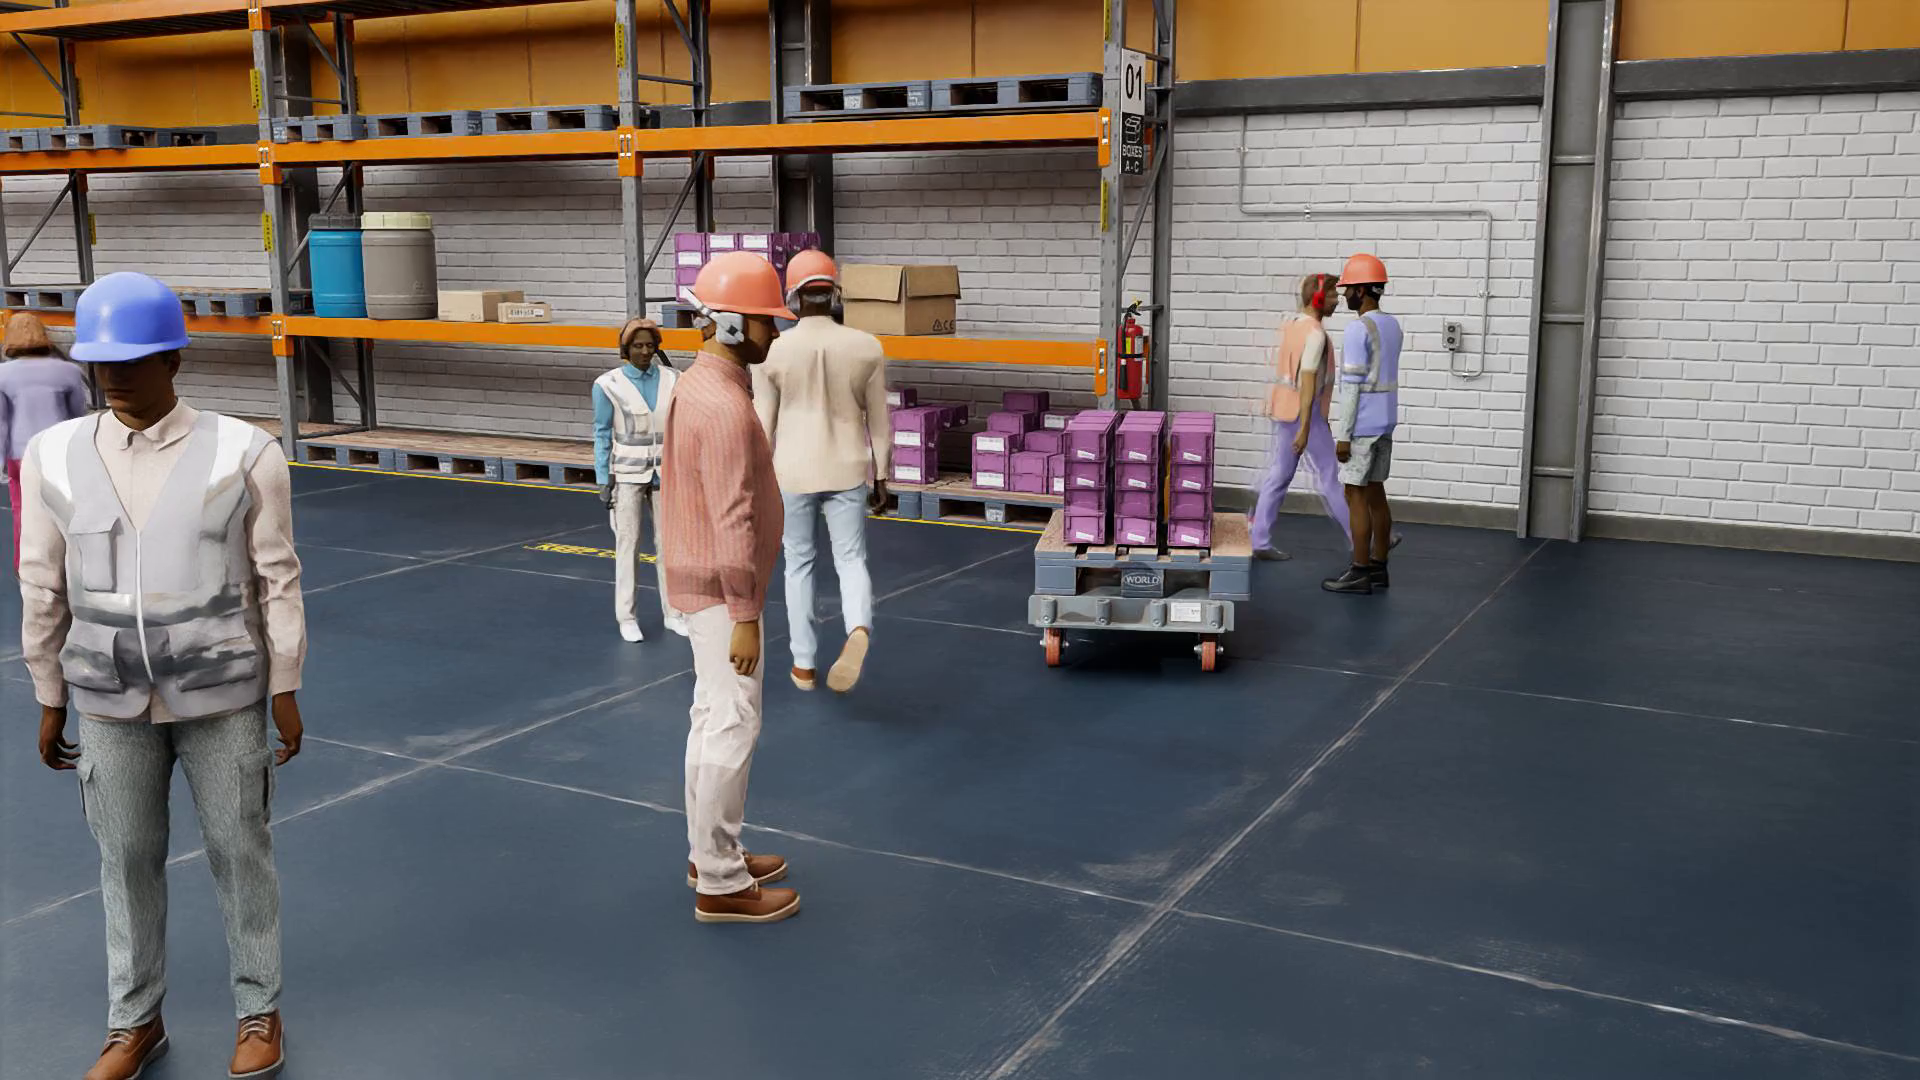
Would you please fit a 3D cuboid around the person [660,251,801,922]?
[{"bbox_3d":[-0.672,0.149,4.930,0.407,1.981,0.625,-3,11,-17],"label":"person"}]

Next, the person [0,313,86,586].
[{"bbox_3d":[-5.196,-0.474,9.397,0.513,1.595,0.830,-7,13,-35],"label":"person"}]

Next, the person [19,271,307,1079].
[{"bbox_3d":[-1.859,0.352,3.904,0.616,1.942,0.408,-2,10,-9],"label":"person"}]

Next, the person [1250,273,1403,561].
[{"bbox_3d":[2.243,-0.738,10.299,0.966,1.793,0.572,-1,10,-7],"label":"person"}]

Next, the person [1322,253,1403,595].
[{"bbox_3d":[2.282,-0.653,9.471,0.388,1.929,0.548,8,13,39],"label":"person"}]

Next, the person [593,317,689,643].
[{"bbox_3d":[-1.586,-0.302,8.355,0.527,1.630,0.314,-7,13,-34],"label":"person"}]

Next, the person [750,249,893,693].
[{"bbox_3d":[-0.591,-0.271,7.249,0.638,1.971,0.772,-2,11,-11],"label":"person"}]
